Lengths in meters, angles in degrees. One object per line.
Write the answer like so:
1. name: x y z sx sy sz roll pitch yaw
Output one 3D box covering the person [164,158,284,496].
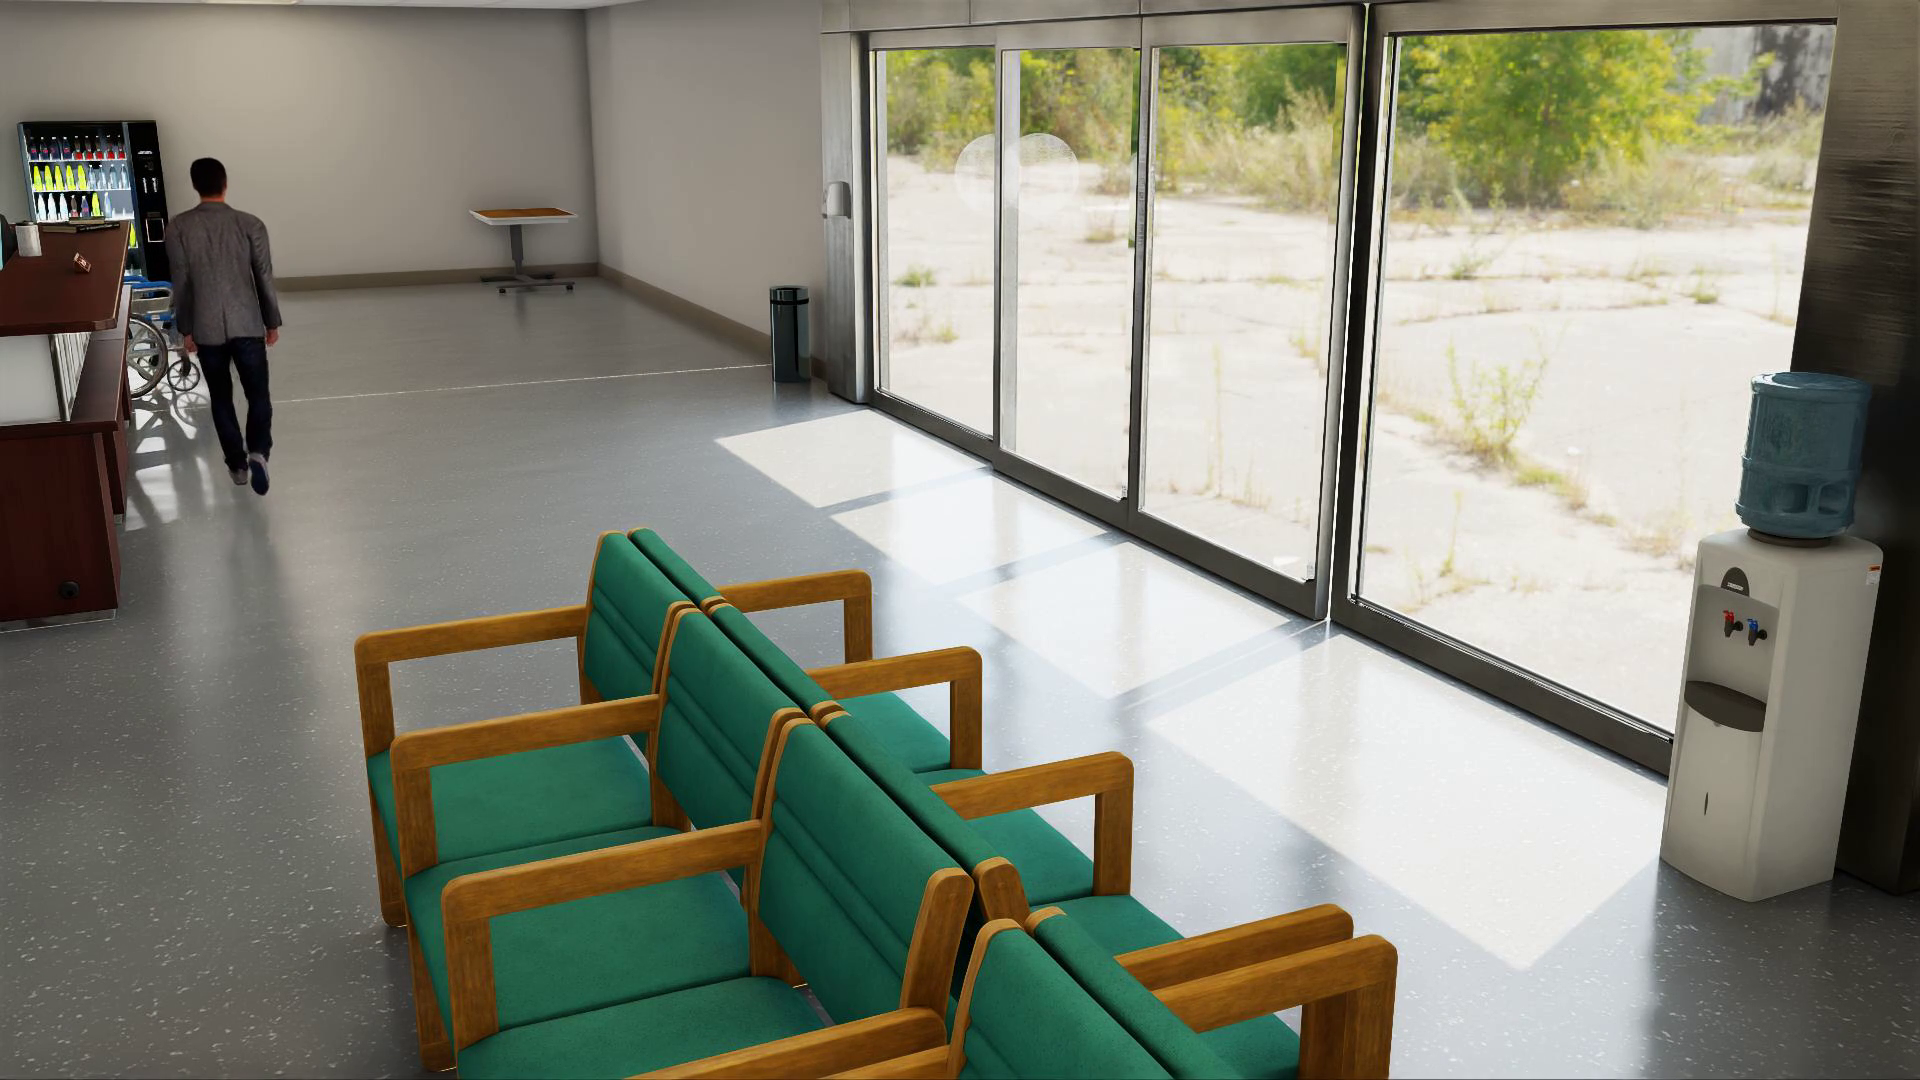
1. person: -4.046 -1.148 9.197 1.063 1.847 0.805 -6 17 -20
